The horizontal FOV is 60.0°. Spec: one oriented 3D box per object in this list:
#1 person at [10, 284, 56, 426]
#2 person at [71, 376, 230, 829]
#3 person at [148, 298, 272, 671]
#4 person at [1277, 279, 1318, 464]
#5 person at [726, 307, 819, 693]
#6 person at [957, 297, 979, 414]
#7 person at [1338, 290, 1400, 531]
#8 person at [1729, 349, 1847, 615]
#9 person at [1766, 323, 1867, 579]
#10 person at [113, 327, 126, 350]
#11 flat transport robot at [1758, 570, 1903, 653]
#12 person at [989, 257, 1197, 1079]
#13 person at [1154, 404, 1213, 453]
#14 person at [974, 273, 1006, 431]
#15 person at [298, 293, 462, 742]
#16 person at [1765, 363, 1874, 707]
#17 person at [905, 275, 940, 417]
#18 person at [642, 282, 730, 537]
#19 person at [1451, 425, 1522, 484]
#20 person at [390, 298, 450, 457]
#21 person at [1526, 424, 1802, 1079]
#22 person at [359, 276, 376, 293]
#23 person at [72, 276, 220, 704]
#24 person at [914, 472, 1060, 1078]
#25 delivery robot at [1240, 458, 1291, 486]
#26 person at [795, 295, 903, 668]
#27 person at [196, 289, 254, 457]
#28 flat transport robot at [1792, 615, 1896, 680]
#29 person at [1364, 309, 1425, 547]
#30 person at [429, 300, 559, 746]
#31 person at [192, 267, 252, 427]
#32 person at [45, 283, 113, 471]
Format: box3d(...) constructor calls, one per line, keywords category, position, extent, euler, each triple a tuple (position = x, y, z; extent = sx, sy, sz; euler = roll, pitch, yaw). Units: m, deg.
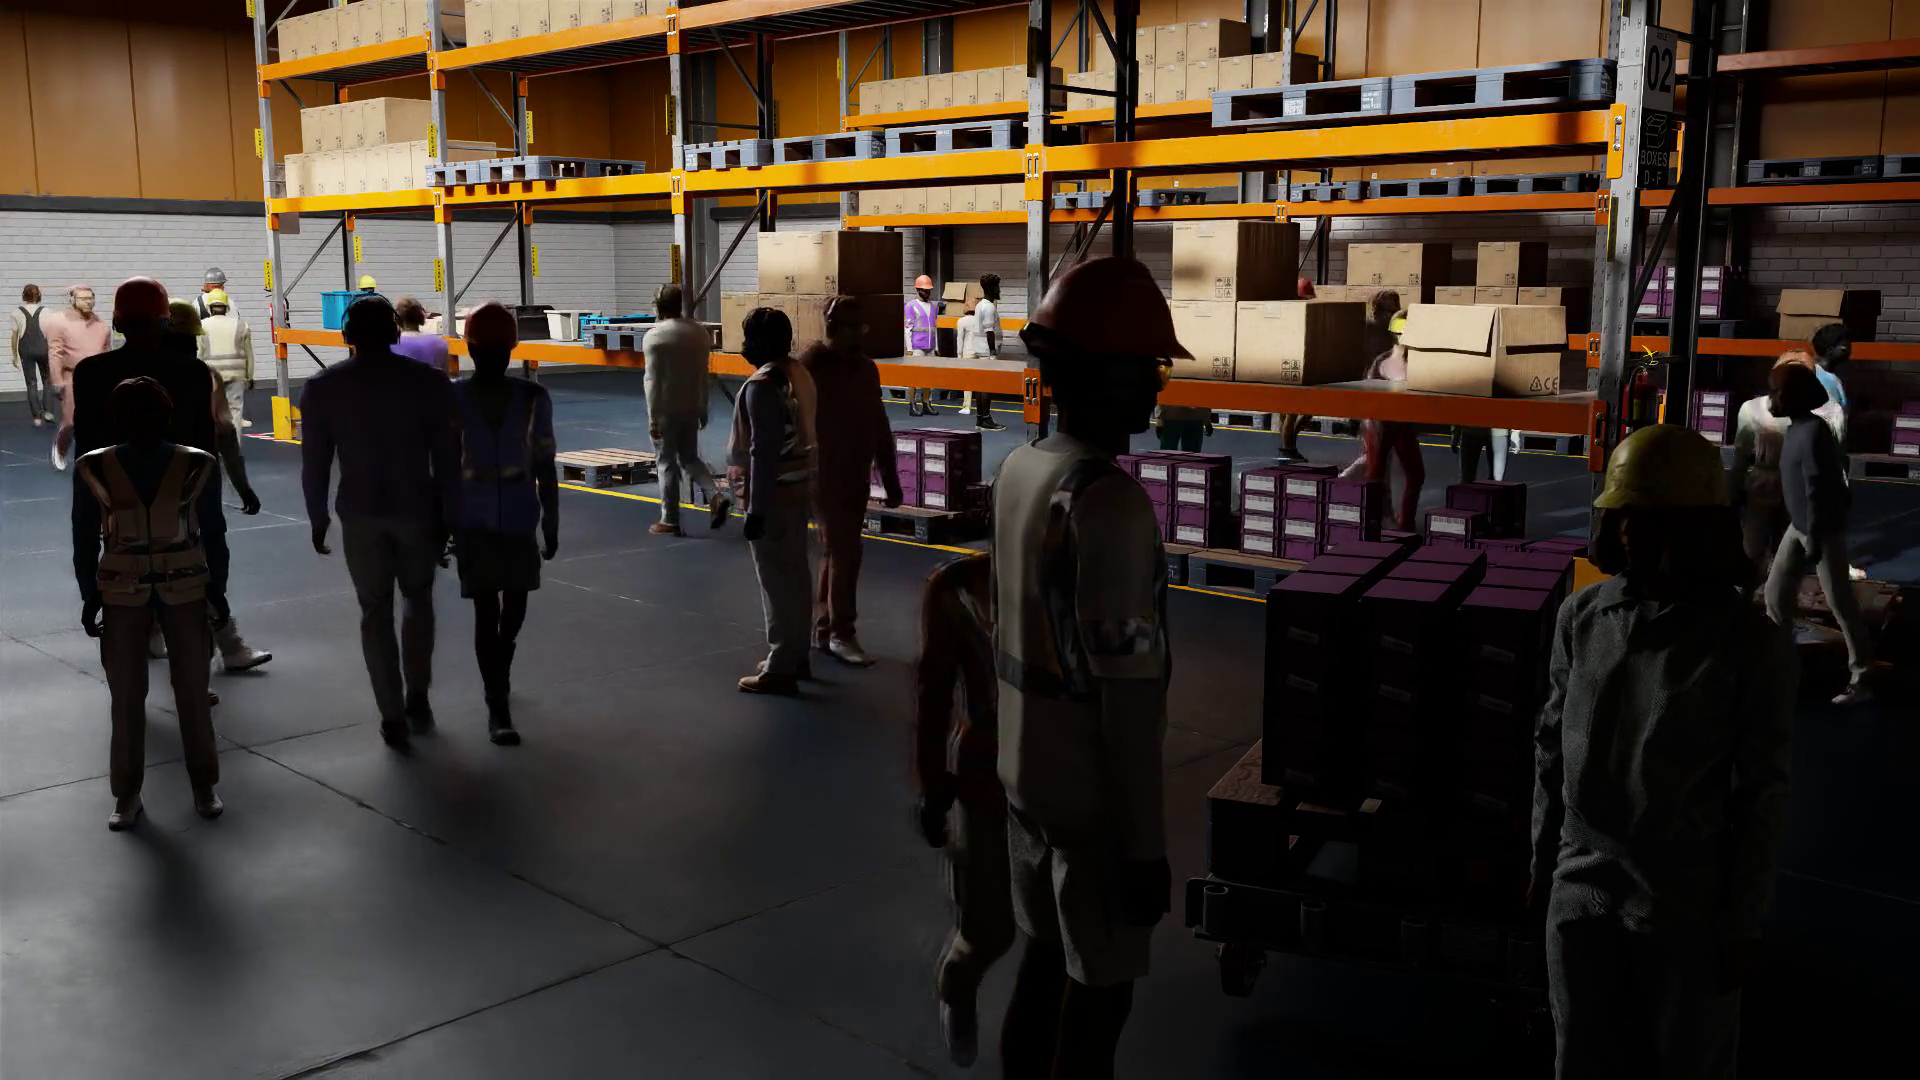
box3d(category="person", position=(-11.978, -2.392, 21.521), extent=(0.533, 1.823, 0.578), euler=(-5, 11, -28))
box3d(category="person", position=(-2.943, 0.221, 6.084), extent=(0.512, 1.641, 0.309), euler=(-4, 10, -24))
box3d(category="person", position=(-3.923, -0.280, 8.439), extent=(0.991, 1.876, 0.594), euler=(3, 10, 18))
box3d(category="person", position=(3.487, -1.715, 17.088), extent=(0.411, 1.917, 0.566), euler=(6, 11, 31))
box3d(category="person", position=(-0.900, -0.188, 7.976), extent=(0.430, 1.843, 0.625), euler=(2, 10, 13))
box3d(category="person", position=(0.182, -2.573, 23.269), extent=(0.495, 1.626, 0.284), euler=(-5, 10, -26))
box3d(category="person", position=(3.226, -1.031, 13.084), extent=(0.651, 1.870, 0.835), euler=(-8, 12, -41))
box3d(category="person", position=(4.281, -0.178, 8.639), extent=(0.535, 1.624, 0.360), euler=(5, 10, 28))
box3d(category="person", position=(5.570, -0.542, 10.667), extent=(0.551, 1.677, 0.673), euler=(-9, 13, -44))
box3d(category="person", position=(-10.191, -2.250, 20.736), extent=(0.644, 1.800, 0.689), euler=(-5, 10, -27))
box3d(category="flat transport robot", position=(4.827, 0.380, 9.296), extent=(0.652, 0.197, 1.431), euler=(6, 11, 34))
box3d(category="person", position=(0.269, 0.478, 3.277), extent=(0.377, 2.041, 0.615), euler=(-3, 10, -18))
box3d(category="person", position=(1.711, -0.916, 12.666), extent=(0.529, 1.767, 0.329), euler=(-5, 10, -28))
box3d(category="person", position=(0.357, -2.348, 20.833), extent=(0.367, 1.966, 0.604), euler=(-2, 9, -12))
box3d(category="person", position=(-2.509, -0.107, 7.240), extent=(0.654, 1.912, 0.665), euler=(-4, 10, -22))
box3d(category="person", position=(4.021, -0.027, 7.795), extent=(0.605, 1.583, 0.507), euler=(1, 9, 9))
box3d(category="person", position=(-0.494, -2.661, 22.845), extent=(0.553, 1.935, 0.362), euler=(-8, 12, -39))
box3d(category="person", position=(-2.084, -0.960, 12.443), extent=(0.607, 1.925, 0.635), euler=(7, 12, 38))
box3d(category="person", position=(3.796, -0.740, 11.995), extent=(0.502, 1.631, 0.286), euler=(2, 9, 9))
box3d(category="person", position=(-4.250, -0.967, 12.900), extent=(0.592, 1.789, 0.973), euler=(-7, 12, -37))
box3d(category="person", position=(1.279, 0.652, 3.127), extent=(0.297, 1.744, 0.487), euler=(-7, 12, -37))
box3d(category="person", position=(-8.095, -2.658, 22.861), extent=(0.594, 1.924, 0.373), euler=(-7, 11, -36))
box3d(category="person", position=(-3.688, -0.198, 7.596), extent=(0.608, 1.986, 0.391), euler=(-7, 12, -38))
box3d(category="person", position=(0.145, 0.579, 3.927), extent=(0.529, 1.623, 0.443), euler=(-3, 10, -16))
box3d(category="delivery robot", position=(2.503, -0.392, 12.874), extent=(0.477, 0.478, 0.707), euler=(-7, 11, -35))
box3d(category="person", position=(-0.534, -0.302, 8.520), extent=(0.641, 1.884, 0.658), euler=(6, 11, 34))
box3d(category="person", position=(-7.784, -1.741, 17.596), extent=(0.599, 1.811, 0.629), euler=(-5, 10, -26))
box3d(category="flat transport robot", position=(3.798, 0.548, 8.266), extent=(1.431, 0.197, 0.652), euler=(-2, 9, -12))
box3d(category="person", position=(3.126, -0.781, 11.912), extent=(0.539, 1.727, 0.687), euler=(-6, 11, -34))
box3d(category="person", position=(-2.068, -0.113, 7.375), extent=(0.543, 1.901, 0.905), euler=(-4, 10, -25))
box3d(category="person", position=(-9.420, -2.454, 21.257), extent=(0.682, 2.000, 0.537), euler=(3, 10, 20))
box3d(category="person", position=(-8.553, -1.552, 16.194), extent=(0.674, 1.888, 0.663), euler=(6, 11, 34))
